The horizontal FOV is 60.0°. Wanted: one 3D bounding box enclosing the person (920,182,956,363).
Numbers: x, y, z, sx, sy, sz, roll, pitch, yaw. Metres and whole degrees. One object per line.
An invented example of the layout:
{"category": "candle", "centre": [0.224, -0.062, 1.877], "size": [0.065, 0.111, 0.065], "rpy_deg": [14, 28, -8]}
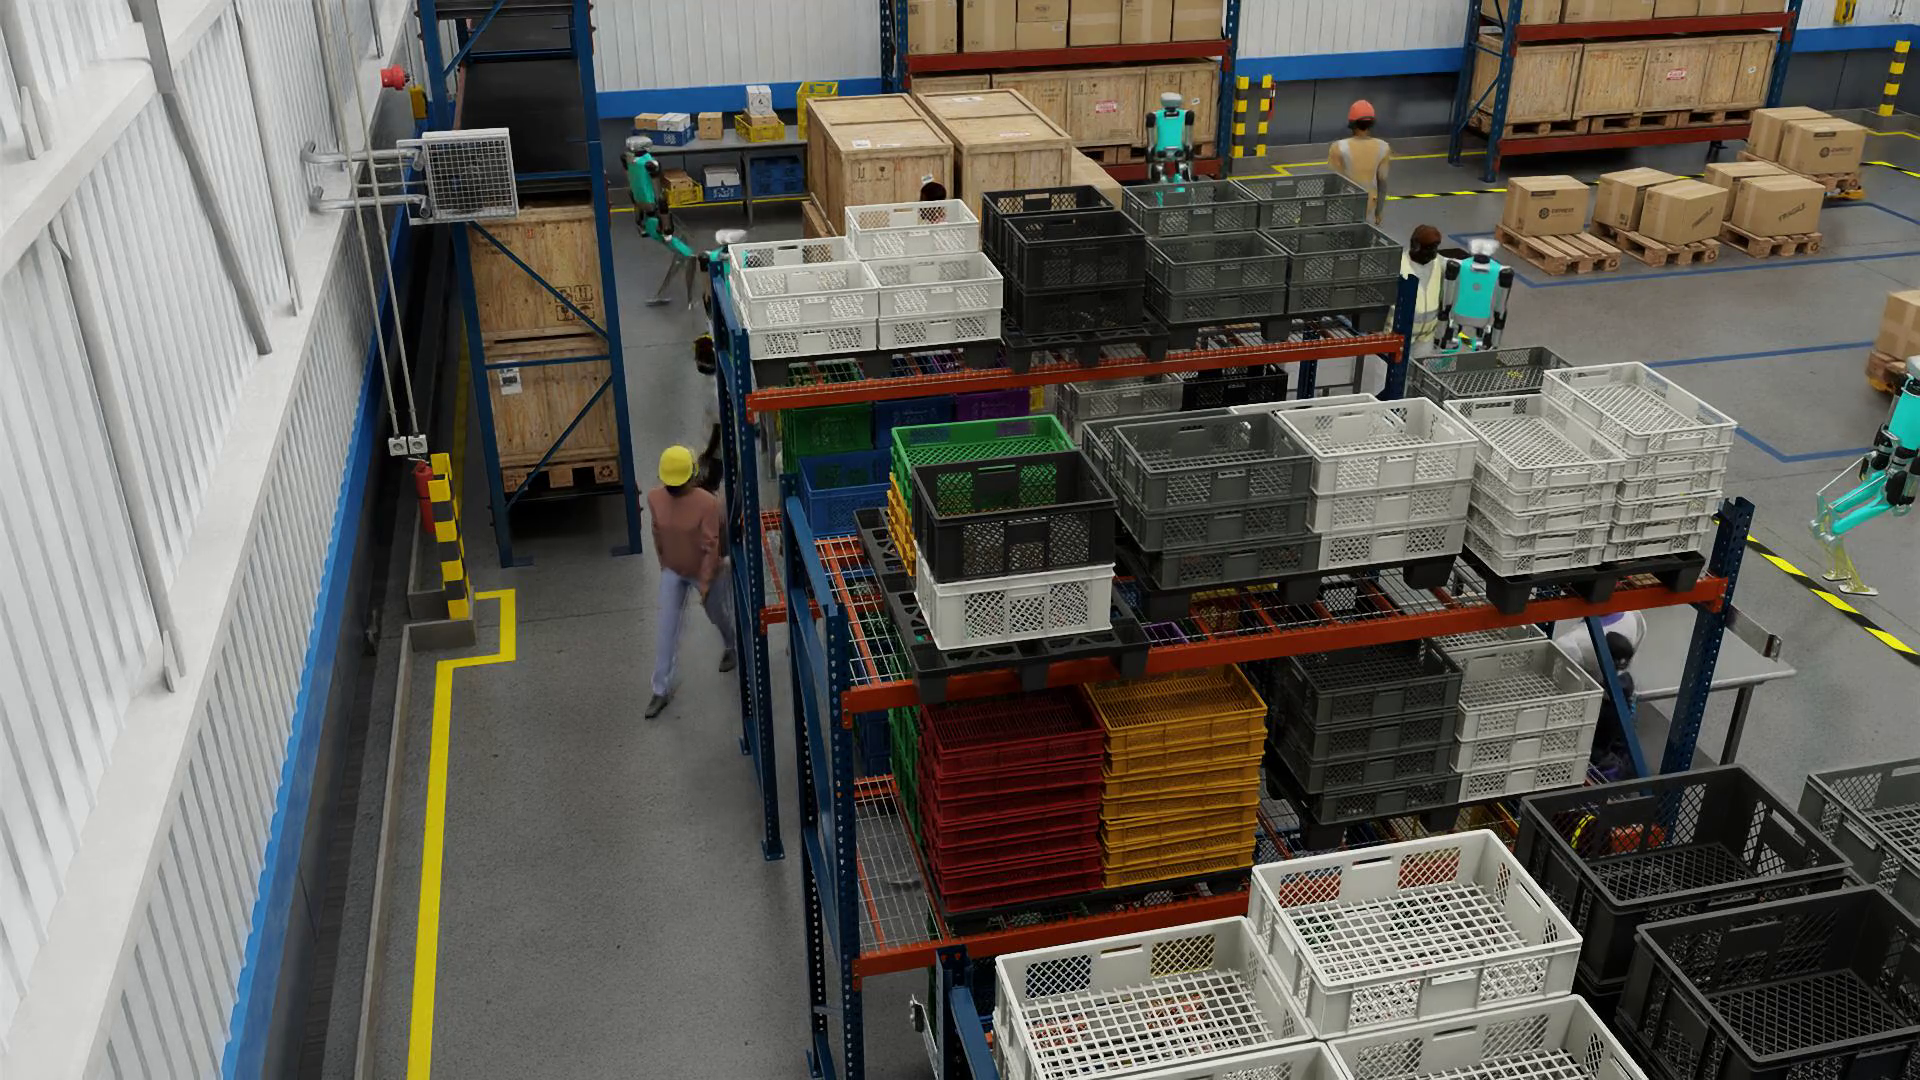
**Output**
{"category": "person", "centre": [-0.175, -2.138, 14.333], "size": [0.398, 1.919, 0.589], "rpy_deg": [-2, 28, -5]}

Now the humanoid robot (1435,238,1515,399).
{"category": "humanoid robot", "centre": [4.171, -1.666, 13.596], "size": [0.547, 1.761, 0.675], "rpy_deg": [10, 29, 18]}

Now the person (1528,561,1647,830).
{"category": "person", "centre": [3.076, 0.936, 8.372], "size": [0.606, 2.044, 0.372], "rpy_deg": [-20, 34, -32]}

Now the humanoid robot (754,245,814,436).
{"category": "humanoid robot", "centre": [-1.409, -1.663, 13.740], "size": [0.729, 1.612, 0.594], "rpy_deg": [-10, 29, -18]}

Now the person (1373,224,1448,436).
{"category": "person", "centre": [3.666, -1.683, 13.570], "size": [0.633, 1.830, 0.430], "rpy_deg": [-7, 29, -13]}

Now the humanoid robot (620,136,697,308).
{"category": "humanoid robot", "centre": [-2.881, -3.144, 16.448], "size": [0.530, 1.783, 0.791], "rpy_deg": [24, 36, 38]}

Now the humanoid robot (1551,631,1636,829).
{"category": "humanoid robot", "centre": [3.138, 1.208, 8.247], "size": [0.609, 1.651, 0.348], "rpy_deg": [-25, 36, -38]}

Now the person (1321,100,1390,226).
{"category": "person", "centre": [3.865, -3.357, 16.544], "size": [0.612, 2.017, 0.727], "rpy_deg": [-6, 28, -12]}

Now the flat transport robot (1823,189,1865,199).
{"category": "flat transport robot", "centre": [10.124, -4.280, 20.137], "size": [1.431, 0.197, 0.652], "rpy_deg": [-6, 28, -12]}

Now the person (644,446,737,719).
{"category": "person", "centre": [-1.651, 0.172, 10.175], "size": [0.510, 1.705, 0.896], "rpy_deg": [8, 29, 15]}

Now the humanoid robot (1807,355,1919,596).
{"category": "humanoid robot", "centre": [6.062, -0.428, 11.139], "size": [0.735, 1.677, 0.533], "rpy_deg": [-1, 28, -2]}

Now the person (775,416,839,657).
{"category": "person", "centre": [-0.911, -0.061, 10.485], "size": [0.500, 1.837, 0.346], "rpy_deg": [-16, 32, -27]}

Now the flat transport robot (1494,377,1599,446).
{"category": "flat transport robot", "centre": [4.780, -1.036, 14.013], "size": [0.659, 0.231, 1.431], "rpy_deg": [-6, 28, -12]}

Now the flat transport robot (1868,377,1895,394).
{"category": "flat transport robot", "centre": [8.609, -1.203, 14.299], "size": [0.652, 0.197, 1.431], "rpy_deg": [-6, 28, -12]}

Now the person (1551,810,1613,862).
{"category": "person", "centre": [2.413, 1.886, 6.758], "size": [0.315, 1.864, 0.521], "rpy_deg": [8, 29, 14]}

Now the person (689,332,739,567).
{"category": "person", "centre": [-1.728, -0.630, 11.581], "size": [0.399, 1.820, 0.599], "rpy_deg": [-6, 28, -11]}

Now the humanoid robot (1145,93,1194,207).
{"category": "humanoid robot", "centre": [2.256, -3.842, 17.733], "size": [0.549, 1.725, 0.978], "rpy_deg": [-4, 28, -7]}

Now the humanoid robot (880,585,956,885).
{"category": "humanoid robot", "centre": [0.010, 1.005, 8.570], "size": [0.922, 1.767, 0.540], "rpy_deg": [-7, 29, -12]}

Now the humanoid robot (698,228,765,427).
{"category": "humanoid robot", "centre": [-1.788, -1.767, 13.837], "size": [0.536, 1.818, 0.669], "rpy_deg": [7, 28, 12]}
